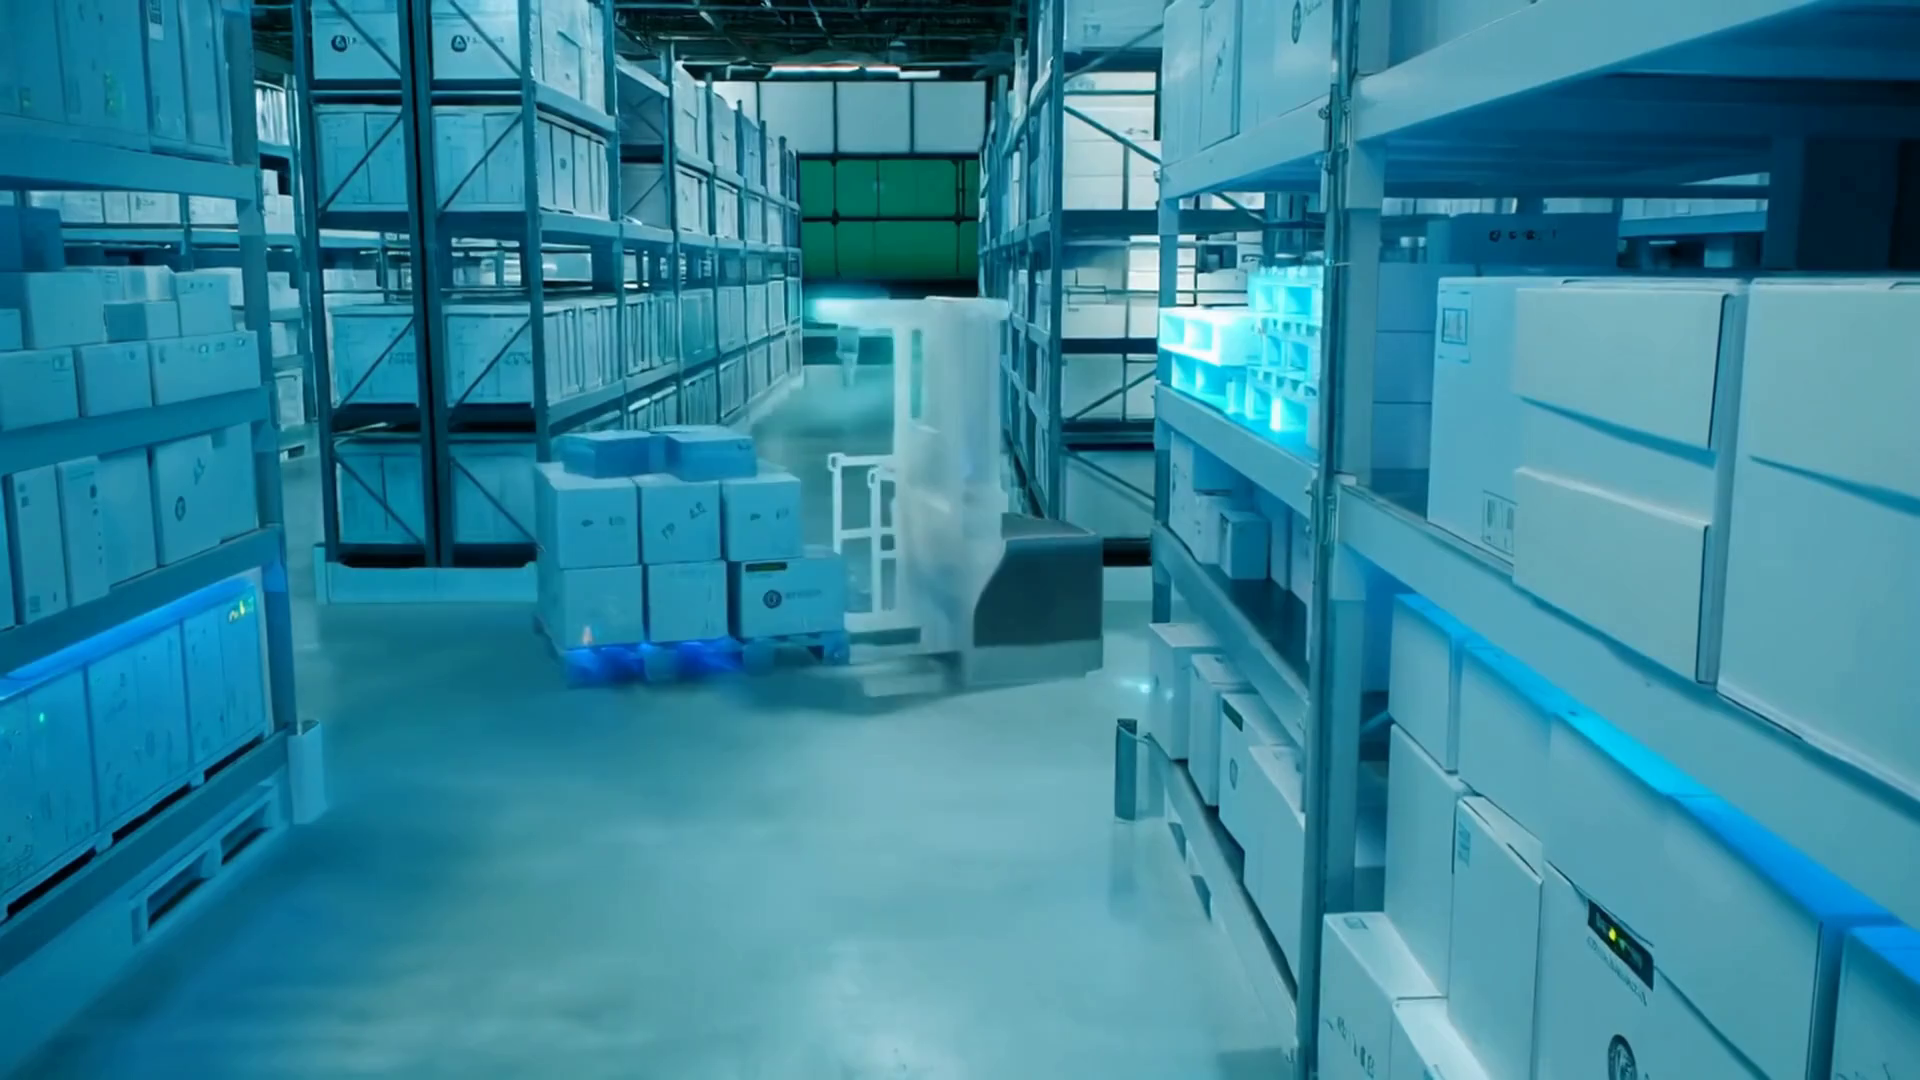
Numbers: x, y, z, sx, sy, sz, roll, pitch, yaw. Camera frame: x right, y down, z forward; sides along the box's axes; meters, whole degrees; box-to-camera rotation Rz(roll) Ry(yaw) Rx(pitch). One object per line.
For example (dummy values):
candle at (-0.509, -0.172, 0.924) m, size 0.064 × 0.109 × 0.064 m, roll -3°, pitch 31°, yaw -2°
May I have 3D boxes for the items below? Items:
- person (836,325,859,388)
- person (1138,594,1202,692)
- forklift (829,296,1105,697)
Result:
person at (-2.856, -4.830, 42.242) m, size 0.637 × 1.977 × 0.484 m, roll -3°, pitch 10°, yaw -17°
person at (1.811, 0.172, 11.933) m, size 0.988 × 1.867 × 0.646 m, roll -1°, pitch 9°, yaw -4°
forklift at (0.042, -0.391, 12.252) m, size 1.873 × 2.768 × 1.129 m, roll -3°, pitch 10°, yaw -20°
